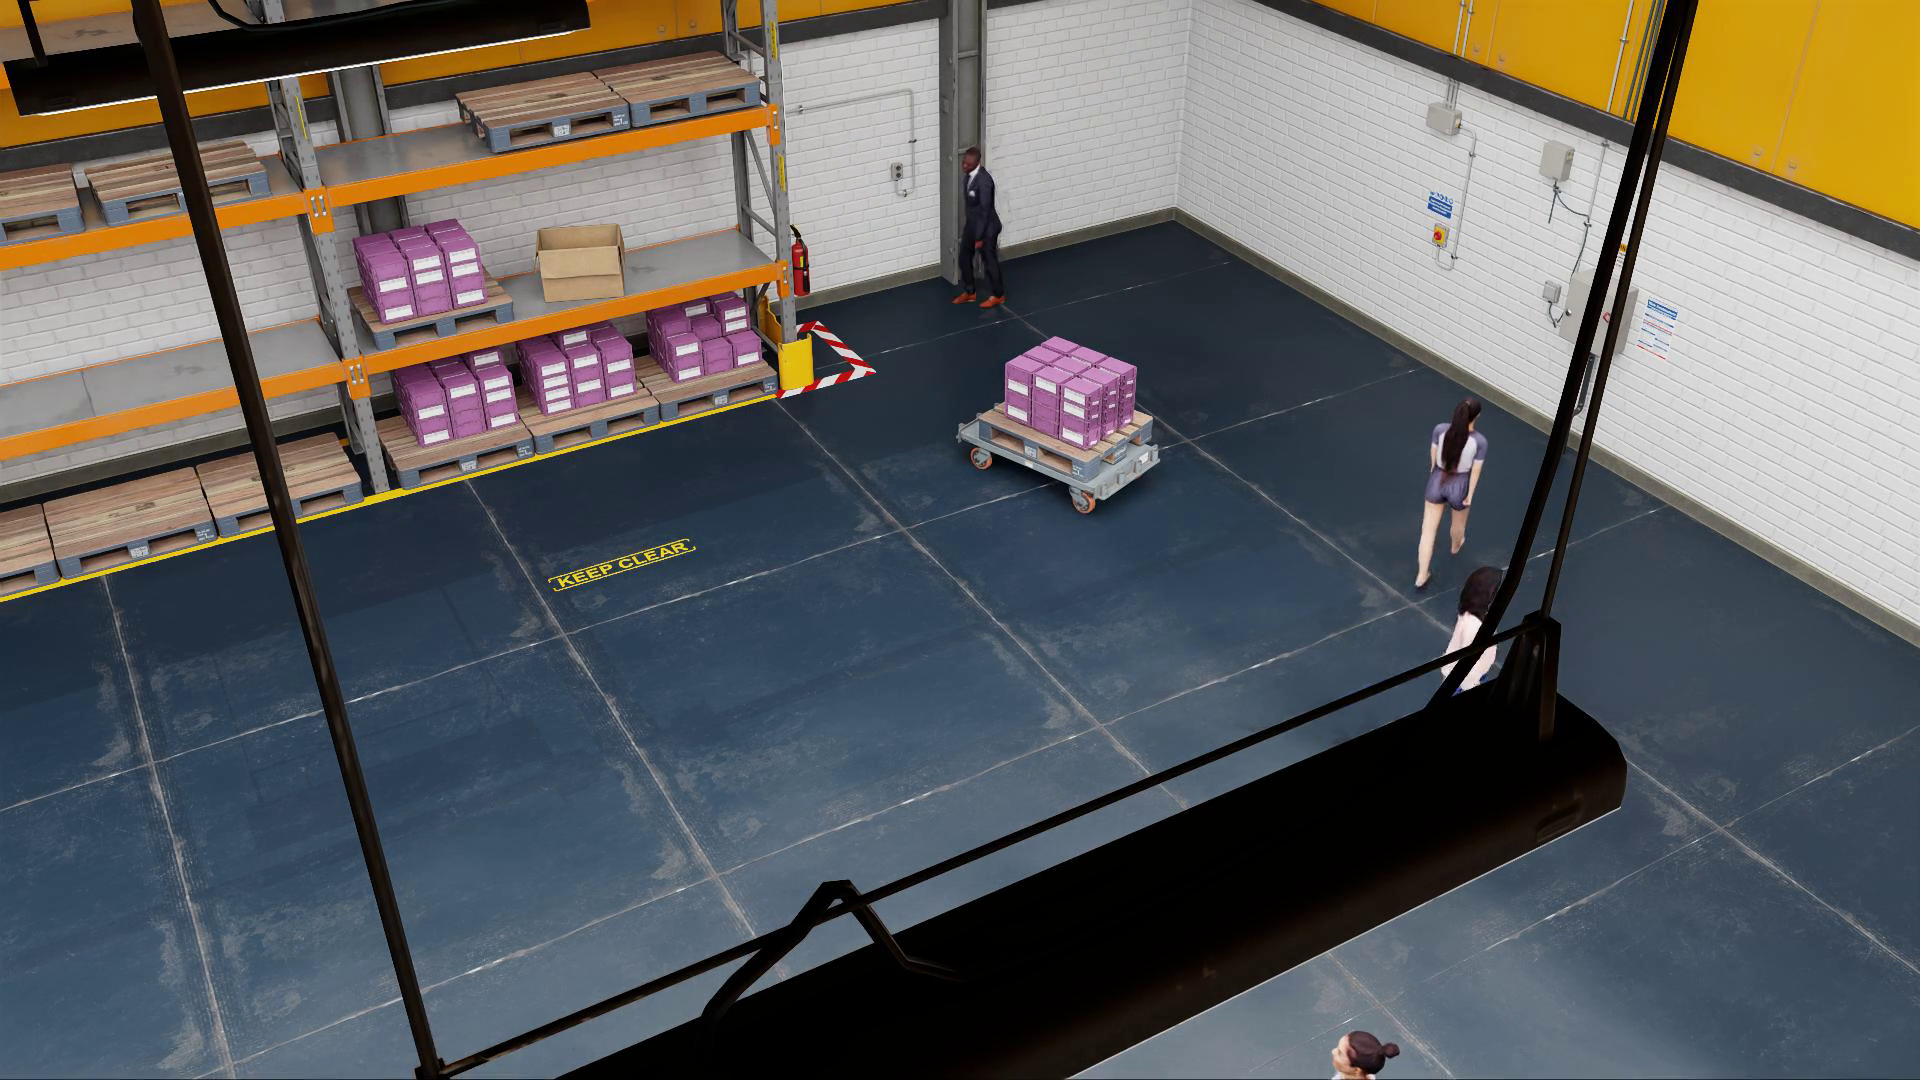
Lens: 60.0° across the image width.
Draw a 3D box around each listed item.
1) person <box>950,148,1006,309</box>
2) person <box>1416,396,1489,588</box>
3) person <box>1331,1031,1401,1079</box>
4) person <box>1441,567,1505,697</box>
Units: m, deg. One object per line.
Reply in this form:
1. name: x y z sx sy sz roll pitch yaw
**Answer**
1. person: 0.272 -3.263 17.324 0.815 1.795 0.732 -10 35 -14
2. person: 3.824 -0.342 13.104 0.935 1.601 1.120 17 37 23
3. person: 1.878 2.965 8.123 0.690 1.608 0.648 5 34 7
4. person: 3.284 0.881 11.122 0.833 1.759 0.742 13 36 19
